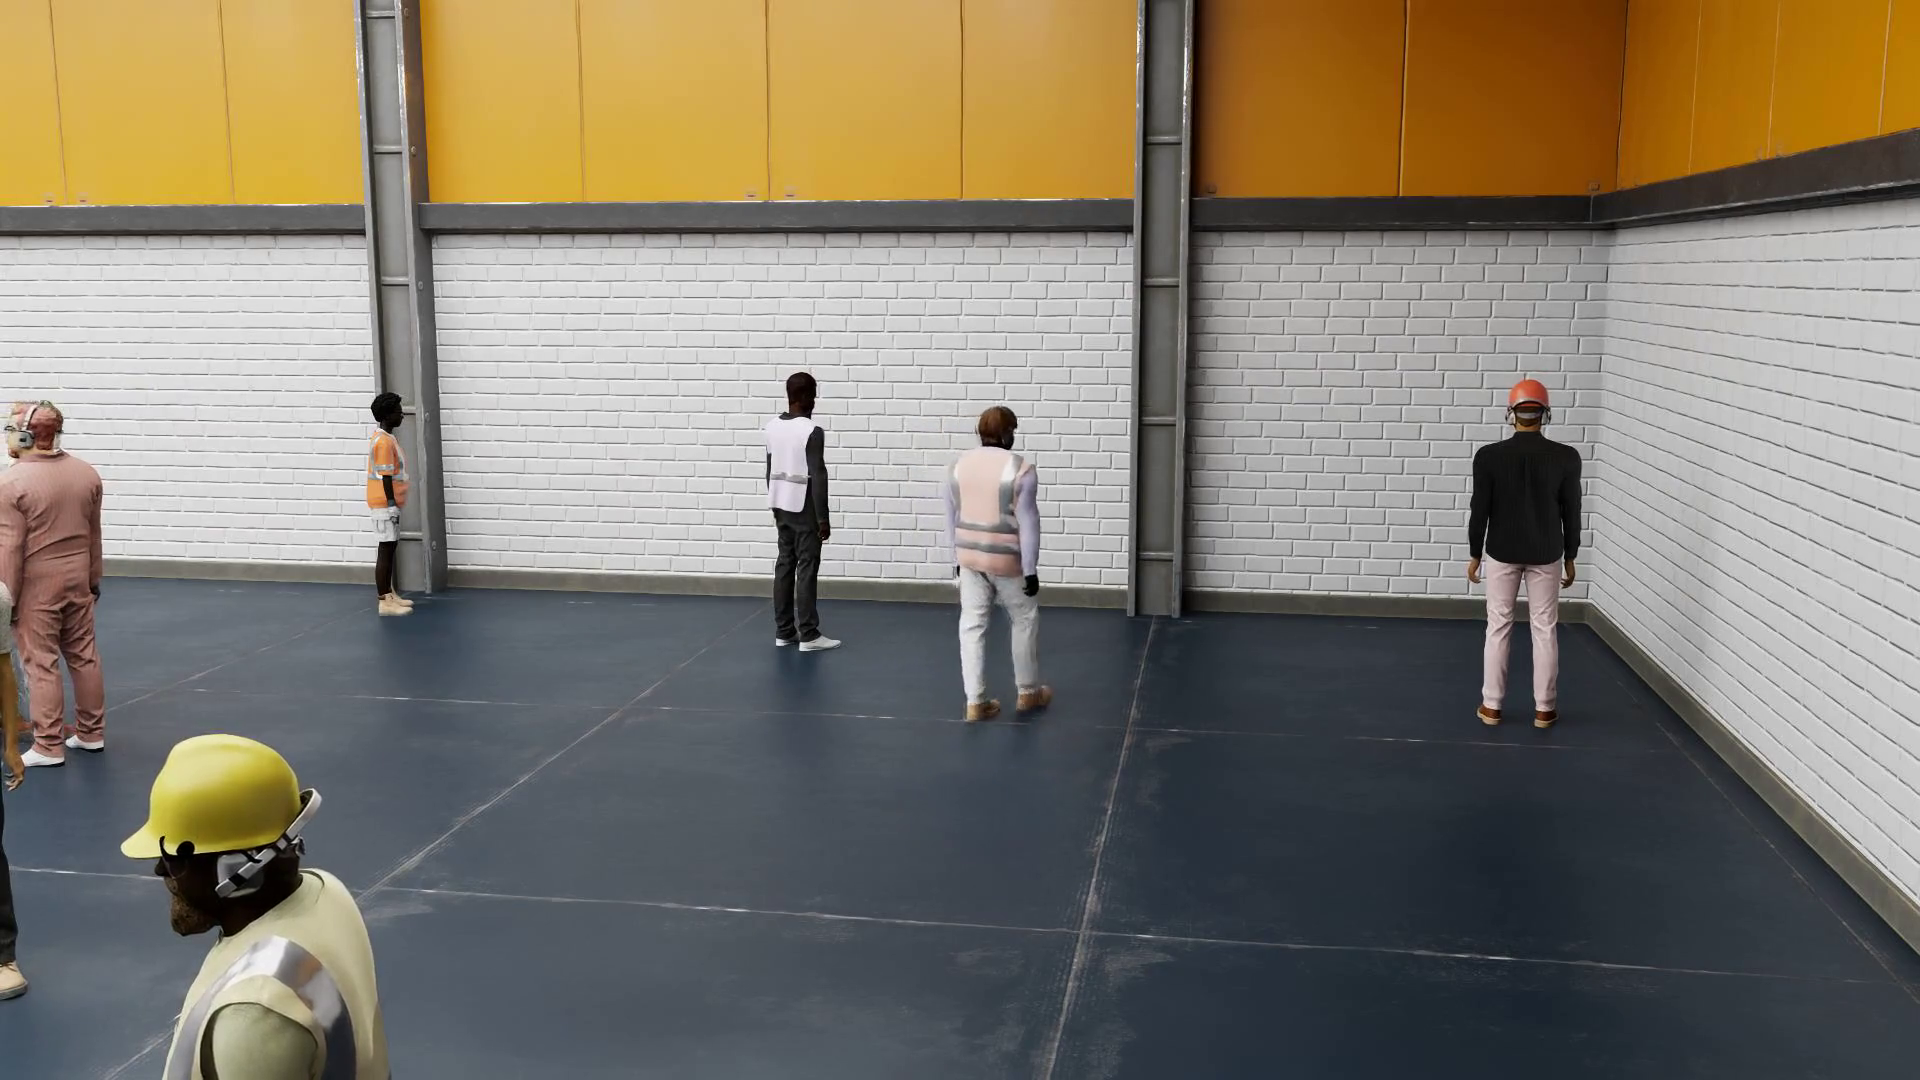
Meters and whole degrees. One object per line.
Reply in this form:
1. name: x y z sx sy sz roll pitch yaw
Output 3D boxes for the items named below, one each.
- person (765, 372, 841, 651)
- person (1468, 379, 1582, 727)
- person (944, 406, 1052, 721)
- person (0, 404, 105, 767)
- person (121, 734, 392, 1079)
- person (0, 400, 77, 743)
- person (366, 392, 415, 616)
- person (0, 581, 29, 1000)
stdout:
1. person: -1.111 -0.194 11.435 0.393 1.915 0.591 -9 13 -43
2. person: 3.218 0.081 9.507 0.610 1.990 0.390 3 10 16
3. person: 0.268 0.121 9.772 0.654 1.819 0.756 6 11 31
4. person: -4.826 0.237 8.781 0.410 1.913 0.651 3 10 17
5. person: -1.218 1.226 2.966 0.403 1.825 0.595 -2 9 -11
6. person: -5.106 0.179 9.212 0.811 1.888 0.705 2 9 9
7. person: -4.332 -0.273 12.613 0.320 1.694 0.531 -3 10 -16
8. person: -3.590 0.743 5.868 0.506 1.847 0.345 -6 11 -33
